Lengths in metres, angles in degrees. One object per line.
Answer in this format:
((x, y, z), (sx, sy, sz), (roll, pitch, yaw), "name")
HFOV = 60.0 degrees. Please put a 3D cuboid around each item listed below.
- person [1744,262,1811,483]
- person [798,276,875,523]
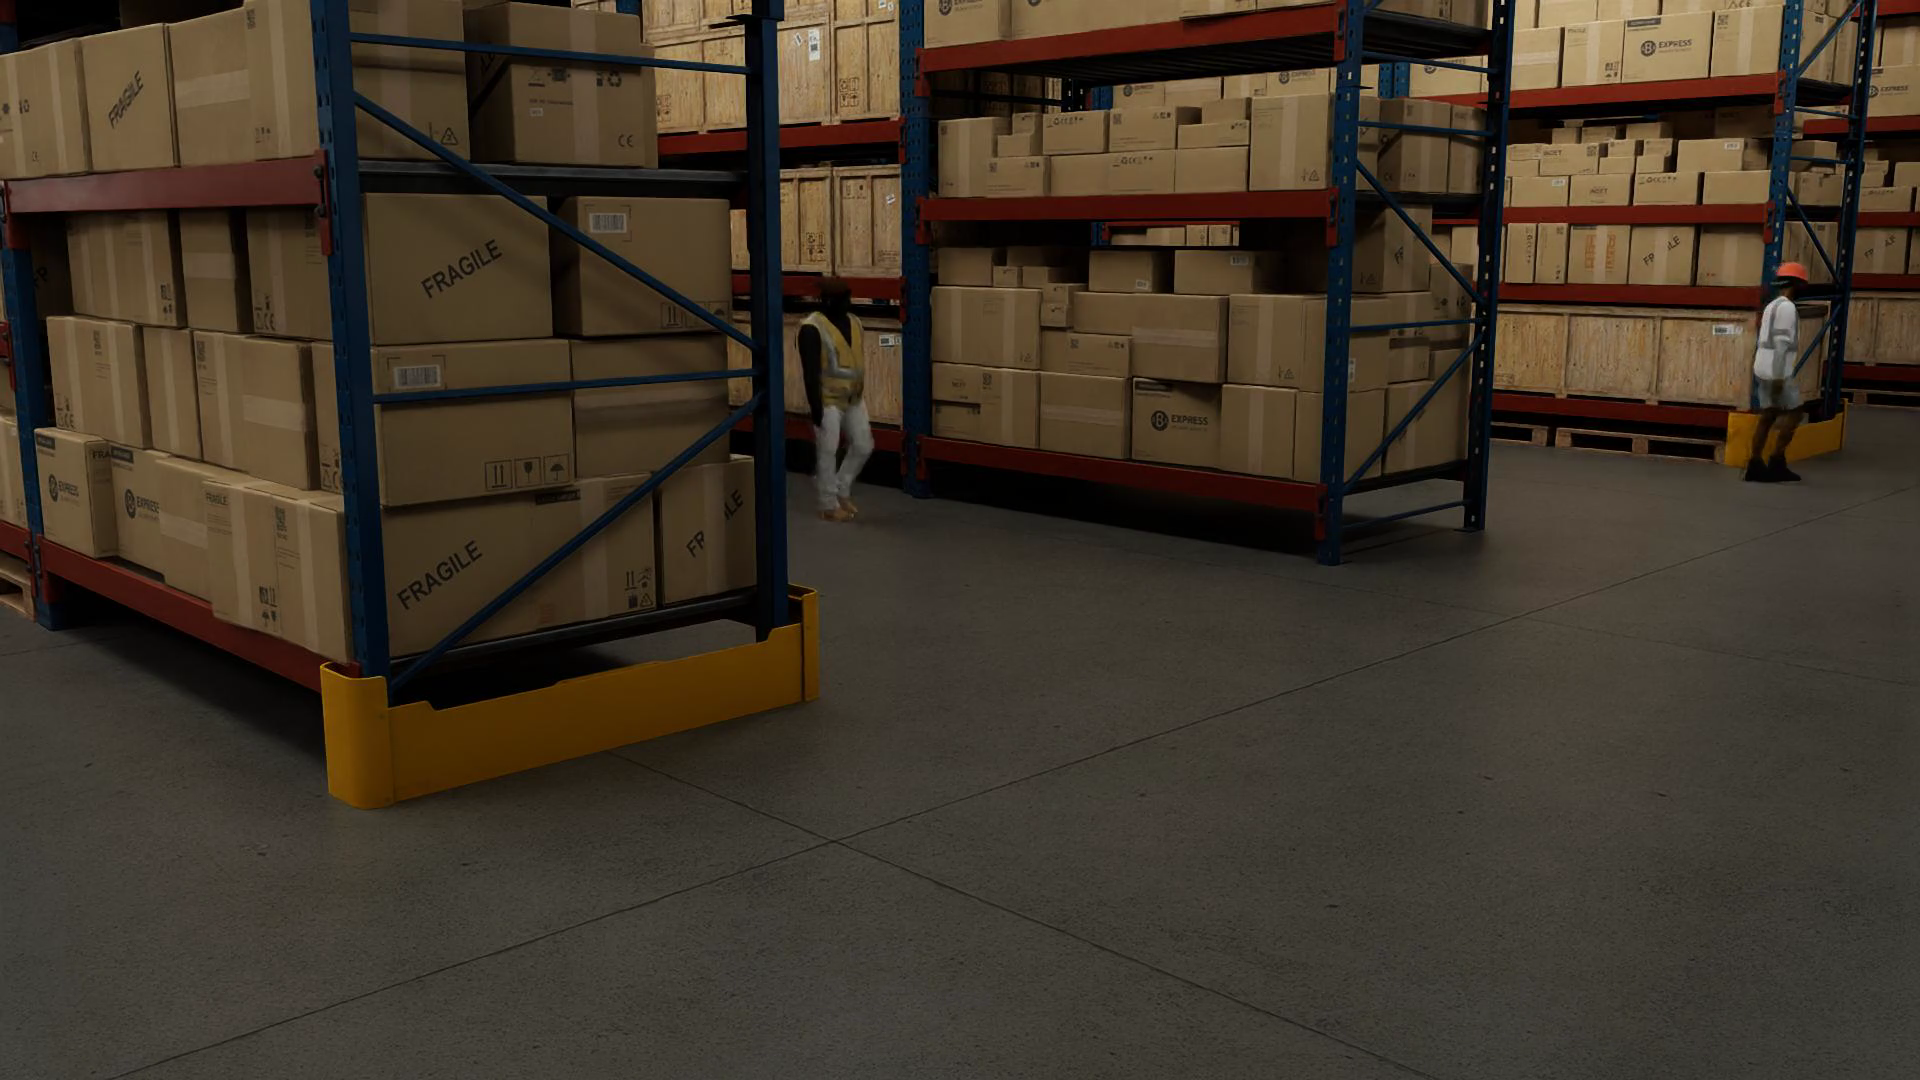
((7.101, -1.438, 14.385), (0.567, 1.892, 0.603), (2, 11, 10), "person")
((-0.911, -1.030, 12.335), (0.452, 1.829, 0.656), (8, 13, 38), "person")
